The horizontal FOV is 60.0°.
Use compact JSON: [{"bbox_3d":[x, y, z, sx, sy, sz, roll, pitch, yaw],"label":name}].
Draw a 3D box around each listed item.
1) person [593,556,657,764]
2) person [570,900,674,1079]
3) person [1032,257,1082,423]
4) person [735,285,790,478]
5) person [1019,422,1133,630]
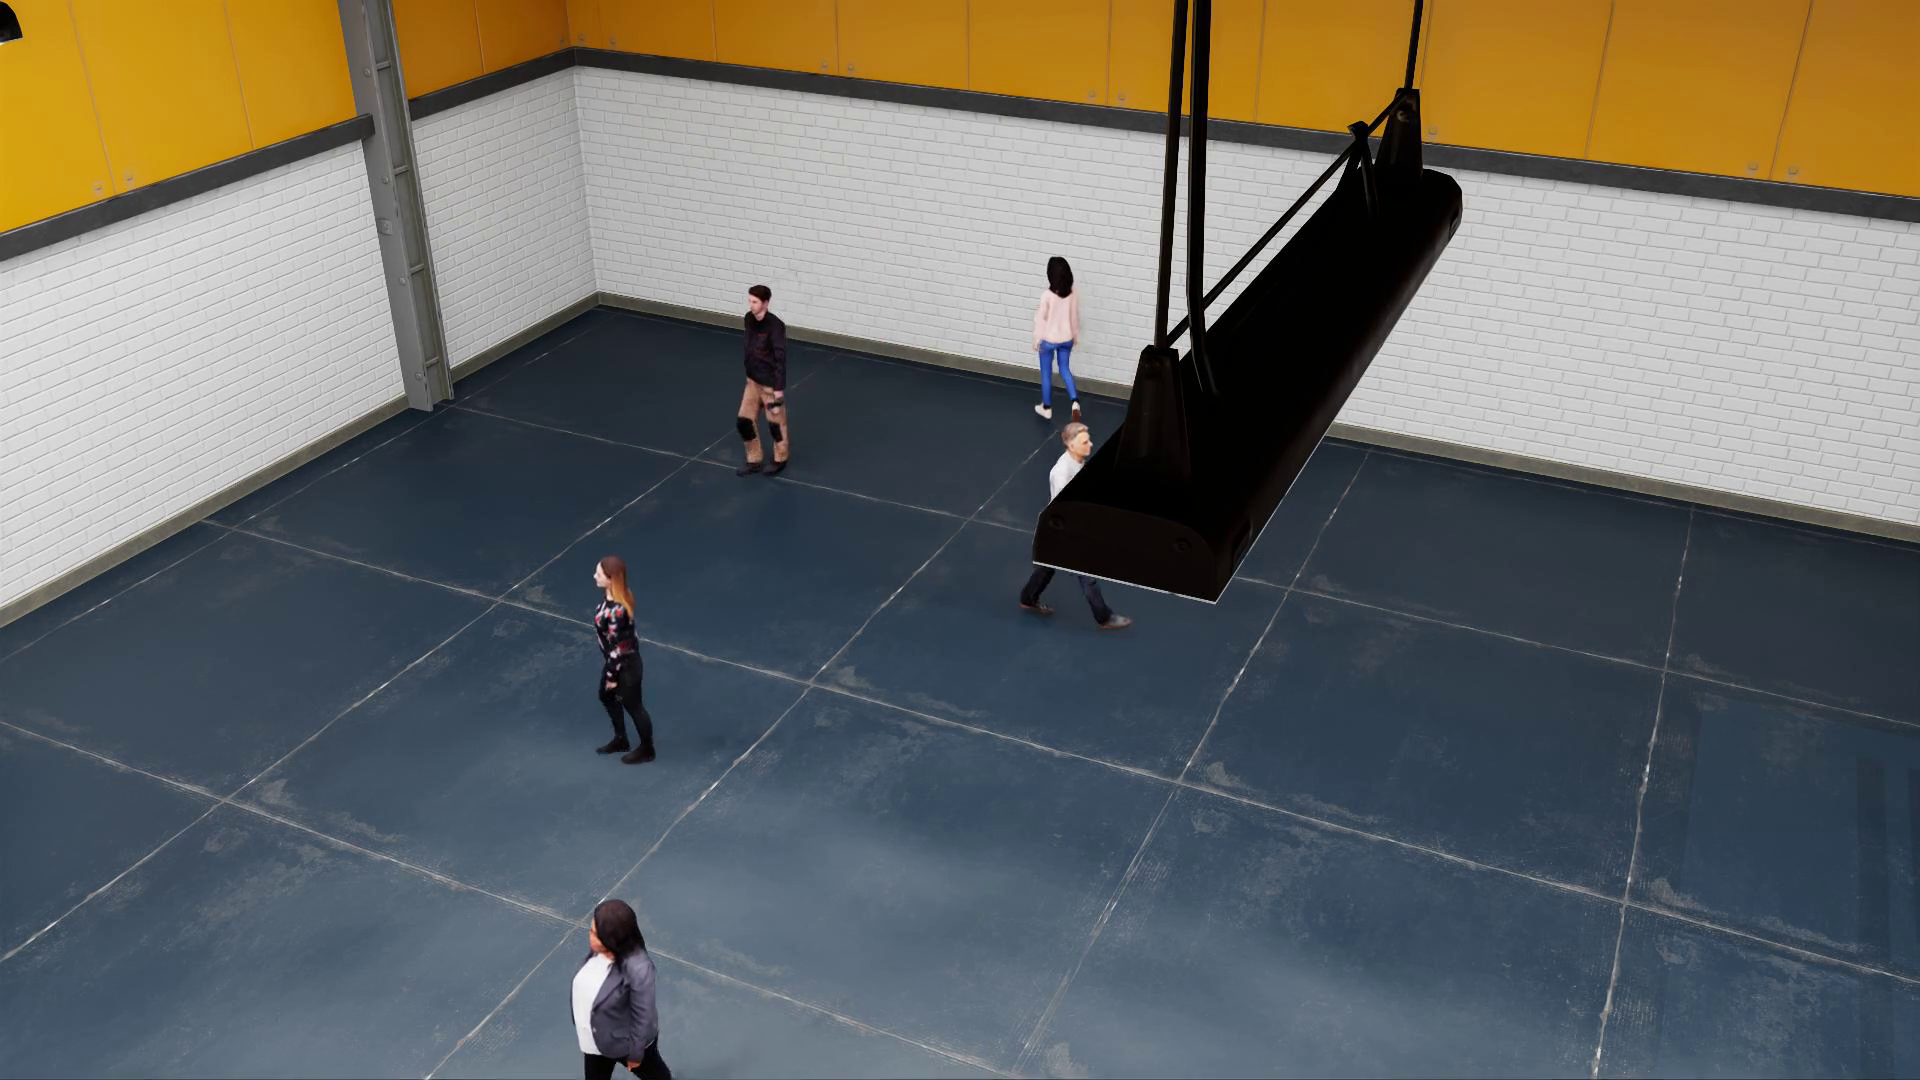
[{"bbox_3d":[-2.269,0.843,11.607,0.808,1.672,0.744,-6,29,-12],"label":"person"},{"bbox_3d":[-1.693,2.505,8.677,1.116,1.561,0.906,-25,37,-38],"label":"person"},{"bbox_3d":[1.002,-1.966,16.672,1.025,1.754,1.063,-12,31,-21],"label":"person"},{"bbox_3d":[-1.768,-1.519,15.688,0.817,1.911,0.879,20,35,33],"label":"person"},{"bbox_3d":[0.797,-0.124,13.277,0.849,1.771,1.173,8,30,14],"label":"person"}]
